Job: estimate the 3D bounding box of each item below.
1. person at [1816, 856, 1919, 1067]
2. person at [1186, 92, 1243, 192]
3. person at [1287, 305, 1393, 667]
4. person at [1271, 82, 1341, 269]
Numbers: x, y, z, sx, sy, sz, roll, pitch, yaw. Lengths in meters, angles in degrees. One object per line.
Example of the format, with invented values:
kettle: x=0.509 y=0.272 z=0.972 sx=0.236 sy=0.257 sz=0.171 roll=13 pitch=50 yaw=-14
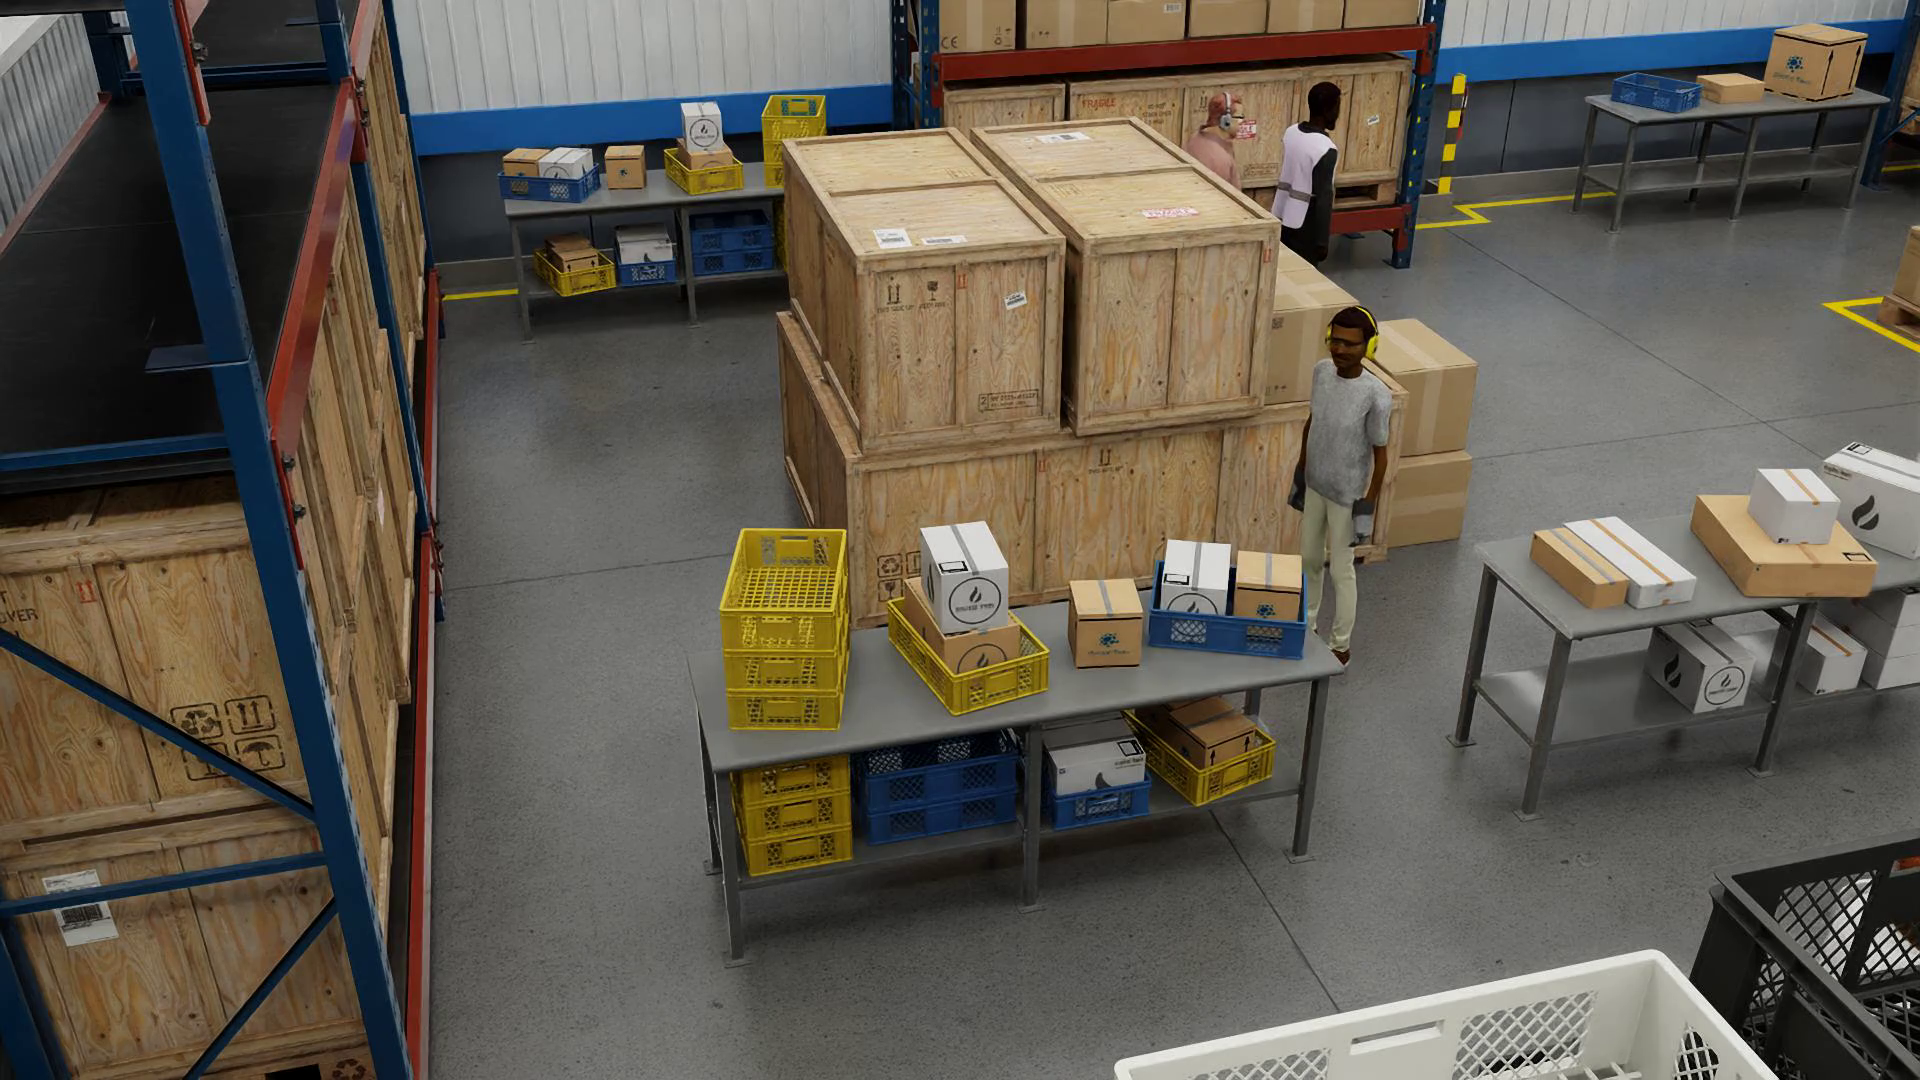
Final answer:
person: x=2.439 y=1.570 z=4.578 sx=0.337 sy=1.883 sz=0.584 roll=6 pitch=29 yaw=11
person: x=1.682 y=-2.040 z=11.131 sx=0.394 sy=1.897 sz=0.663 roll=0 pitch=29 yaw=0
person: x=1.748 y=-0.218 z=7.833 sx=0.316 sy=1.875 sz=0.531 roll=-17 pitch=33 yaw=-28
person: x=2.324 y=-2.145 z=11.301 sx=0.389 sy=1.911 sz=0.591 roll=-9 pitch=30 yaw=-15
